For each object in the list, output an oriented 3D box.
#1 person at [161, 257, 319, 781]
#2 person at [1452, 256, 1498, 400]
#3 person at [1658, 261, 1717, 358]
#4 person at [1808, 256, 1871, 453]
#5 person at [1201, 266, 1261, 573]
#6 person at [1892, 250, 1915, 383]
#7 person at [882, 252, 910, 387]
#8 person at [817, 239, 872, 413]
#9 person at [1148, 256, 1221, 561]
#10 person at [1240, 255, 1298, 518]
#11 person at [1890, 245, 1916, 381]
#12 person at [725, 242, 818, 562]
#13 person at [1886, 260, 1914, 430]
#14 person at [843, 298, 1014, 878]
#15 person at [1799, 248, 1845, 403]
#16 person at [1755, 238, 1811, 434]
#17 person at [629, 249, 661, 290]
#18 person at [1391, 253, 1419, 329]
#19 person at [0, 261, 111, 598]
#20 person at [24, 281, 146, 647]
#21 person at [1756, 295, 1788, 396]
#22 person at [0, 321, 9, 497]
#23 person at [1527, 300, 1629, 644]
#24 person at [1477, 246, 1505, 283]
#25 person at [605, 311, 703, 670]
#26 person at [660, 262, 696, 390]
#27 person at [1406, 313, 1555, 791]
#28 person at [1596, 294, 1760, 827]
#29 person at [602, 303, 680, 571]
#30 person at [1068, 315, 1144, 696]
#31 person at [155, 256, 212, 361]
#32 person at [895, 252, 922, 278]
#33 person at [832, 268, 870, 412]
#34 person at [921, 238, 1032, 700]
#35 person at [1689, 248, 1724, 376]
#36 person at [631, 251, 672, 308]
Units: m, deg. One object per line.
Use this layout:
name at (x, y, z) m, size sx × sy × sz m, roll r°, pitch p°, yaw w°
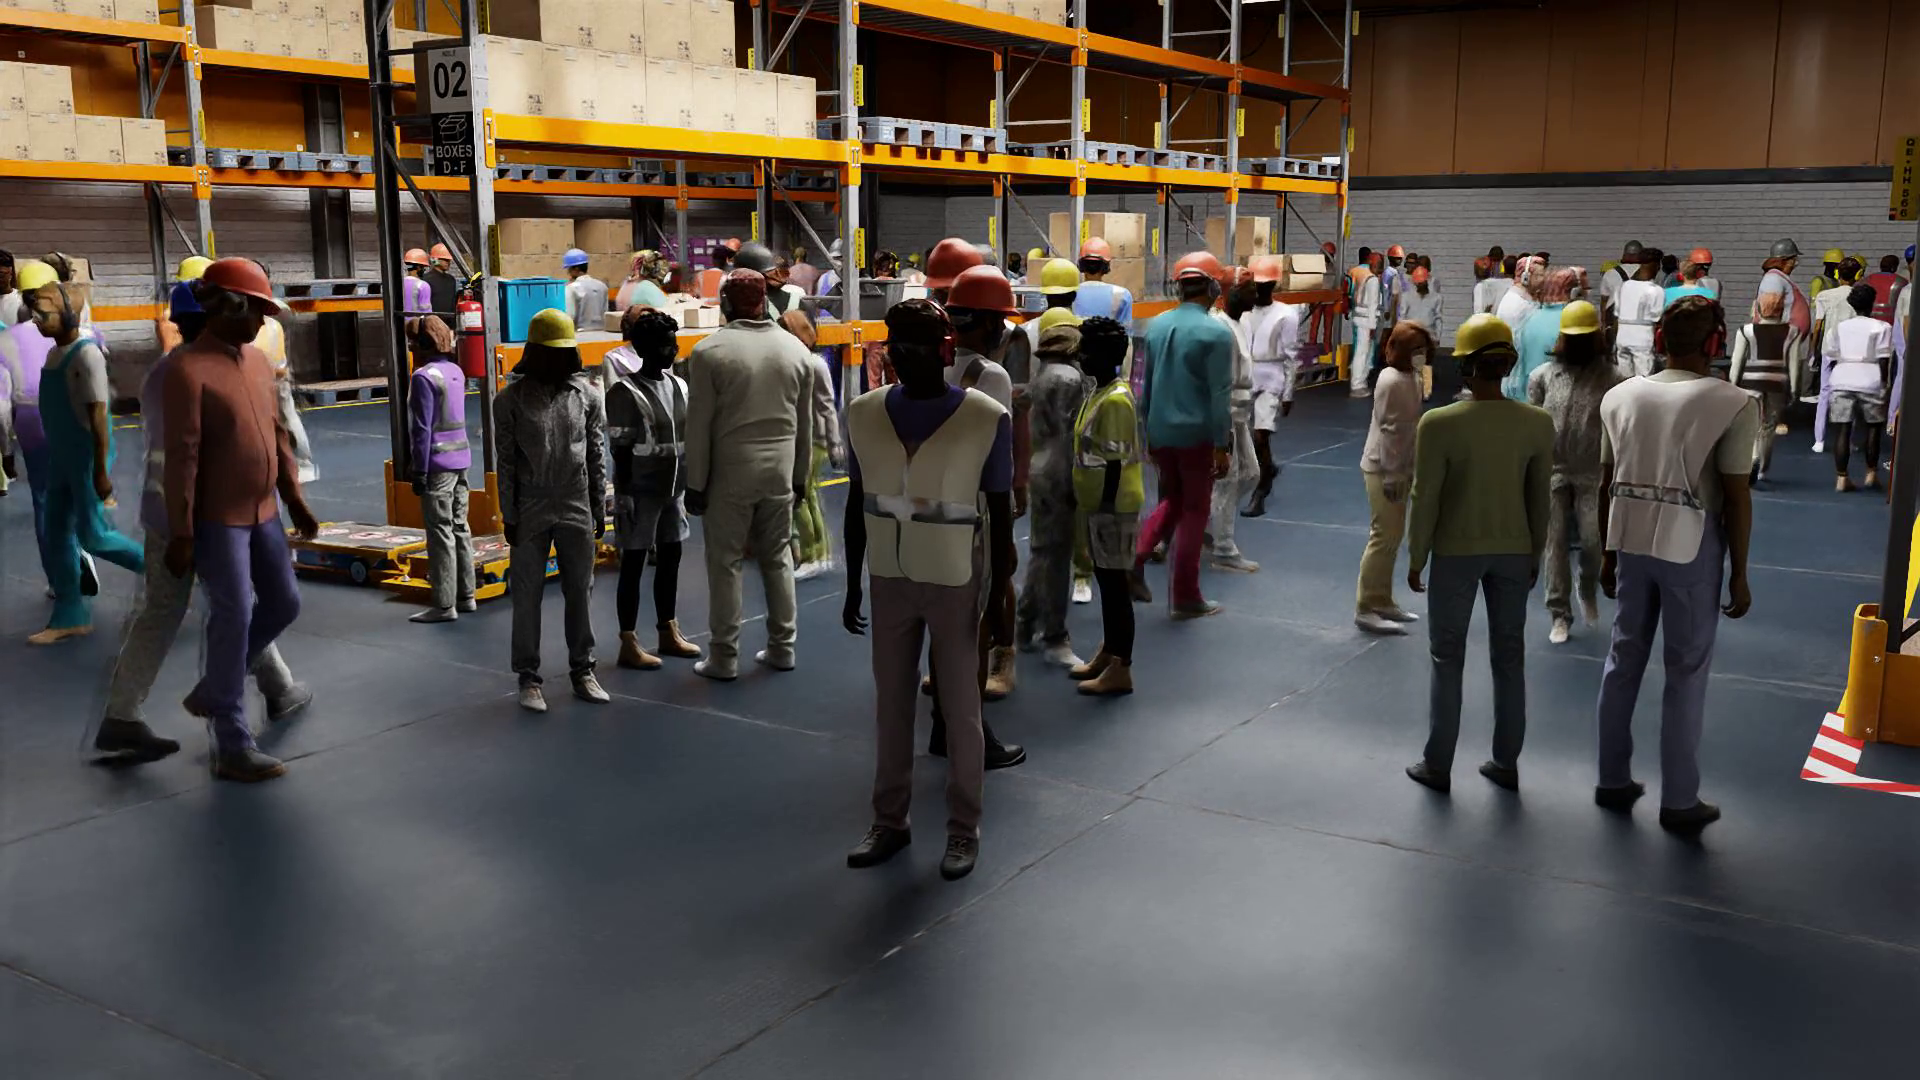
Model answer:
person at (-2.841, -0.100, 6.400) m, size 0.563 × 1.962 × 0.644 m, roll 1°, pitch 10°, yaw 8°
person at (6.617, -2.613, 20.720) m, size 0.608 × 1.829 × 0.998 m, roll -7°, pitch 12°, yaw -34°
person at (7.587, -2.002, 17.419) m, size 0.556 × 1.794 × 0.905 m, roll 4°, pitch 11°, yaw 23°
person at (8.384, -1.756, 15.840) m, size 0.535 × 1.868 × 0.309 m, roll 6°, pitch 12°, yaw 31°
person at (1.636, -0.728, 10.159) m, size 0.420 × 1.872 × 0.610 m, roll 4°, pitch 11°, yaw 23°
person at (13.382, -3.139, 23.368) m, size 0.392 × 1.919 × 0.589 m, roll 0°, pitch 10°, yaw -2°
person at (-0.855, -2.642, 20.744) m, size 0.534 × 1.869 × 0.311 m, roll 3°, pitch 11°, yaw 18°
person at (-1.272, -2.240, 18.040) m, size 0.684 × 2.000 × 0.536 m, roll 4°, pitch 11°, yaw 22°
person at (1.497, -0.841, 10.634) m, size 0.645 × 1.930 × 1.045 m, roll 5°, pitch 11°, yaw 26°
person at (2.244, -1.144, 12.309) m, size 0.558 × 1.918 × 0.625 m, roll 7°, pitch 12°, yaw 34°
person at (13.490, -3.211, 23.671) m, size 0.381 × 1.951 × 0.607 m, roll -1°, pitch 10°, yaw -6°
person at (-1.214, -0.874, 10.471) m, size 0.770 × 2.000 × 0.574 m, roll -10°, pitch 14°, yaw -43°
person at (10.082, -2.067, 17.663) m, size 0.349 × 1.836 × 0.517 m, roll 6°, pitch 12°, yaw 31°
person at (-0.100, 0.151, 5.335) m, size 0.567 × 1.844 × 0.375 m, roll 4°, pitch 11°, yaw 22°
person at (10.773, -2.660, 20.720) m, size 0.591 × 1.919 × 0.398 m, roll -9°, pitch 13°, yaw -39°
person at (8.628, -2.136, 17.467) m, size 0.539 × 2.000 × 0.689 m, roll 5°, pitch 11°, yaw 26°
person at (-3.924, -2.682, 20.873) m, size 0.625 × 1.904 × 0.460 m, roll 8°, pitch 13°, yaw 38°
person at (6.400, -3.166, 23.727) m, size 0.505 × 1.842 × 0.345 m, roll -1°, pitch 10°, yaw -3°
person at (-5.039, -0.590, 9.259) m, size 0.587 × 1.908 × 0.618 m, roll -5°, pitch 12°, yaw -28°
person at (-4.379, -0.392, 8.410) m, size 0.517 × 1.828 × 0.743 m, roll 9°, pitch 14°, yaw 41°
person at (10.573, -2.711, 21.608) m, size 0.318 × 1.697 × 0.535 m, roll -6°, pitch 12°, yaw -29°
person at (-7.706, -1.178, 12.996) m, size 0.354 × 1.737 × 0.578 m, roll 6°, pitch 12°, yaw 31°
person at (3.080, -0.336, 8.363) m, size 0.482 × 1.729 × 0.386 m, roll 4°, pitch 11°, yaw 20°
person at (8.481, -3.696, 26.410) m, size 0.627 × 1.933 × 0.367 m, roll -1°, pitch 10°, yaw -3°
person at (-1.457, -0.237, 7.915) m, size 0.320 × 1.694 × 0.533 m, roll 6°, pitch 12°, yaw 32°
person at (-2.529, -1.569, 14.899) m, size 0.579 × 1.833 × 0.444 m, roll 9°, pitch 14°, yaw 42°
person at (1.899, 0.052, 6.124) m, size 0.525 × 1.760 × 0.341 m, roll -1°, pitch 10°, yaw -5°
person at (2.454, 0.074, 5.789) m, size 0.386 × 1.837 × 0.562 m, roll -7°, pitch 12°, yaw -34°
person at (-1.945, -0.618, 10.155) m, size 0.308 × 1.645 × 0.514 m, roll 9°, pitch 14°, yaw 41°
person at (0.657, -0.156, 7.458) m, size 0.320 × 1.693 × 0.534 m, roll -1°, pitch 10°, yaw -3°
person at (-4.880, -0.854, 10.703) m, size 0.381 × 1.917 × 0.586 m, roll 1°, pitch 10°, yaw 3°
person at (-0.882, -4.081, 28.883) m, size 0.678 × 1.806 × 0.457 m, roll 3°, pitch 11°, yaw 14°
person at (-1.126, -2.181, 18.098) m, size 0.602 × 1.906 × 0.411 m, roll -5°, pitch 11°, yaw -25°
person at (0.016, -0.305, 7.355) m, size 0.619 × 2.028 × 0.409 m, roll 4°, pitch 11°, yaw 23°
person at (8.385, -2.339, 18.914) m, size 0.543 × 1.932 × 0.381 m, roll -6°, pitch 12°, yaw -29°
person at (-2.714, -1.574, 14.680) m, size 0.382 × 1.928 × 0.627 m, roll -4°, pitch 11°, yaw -23°
